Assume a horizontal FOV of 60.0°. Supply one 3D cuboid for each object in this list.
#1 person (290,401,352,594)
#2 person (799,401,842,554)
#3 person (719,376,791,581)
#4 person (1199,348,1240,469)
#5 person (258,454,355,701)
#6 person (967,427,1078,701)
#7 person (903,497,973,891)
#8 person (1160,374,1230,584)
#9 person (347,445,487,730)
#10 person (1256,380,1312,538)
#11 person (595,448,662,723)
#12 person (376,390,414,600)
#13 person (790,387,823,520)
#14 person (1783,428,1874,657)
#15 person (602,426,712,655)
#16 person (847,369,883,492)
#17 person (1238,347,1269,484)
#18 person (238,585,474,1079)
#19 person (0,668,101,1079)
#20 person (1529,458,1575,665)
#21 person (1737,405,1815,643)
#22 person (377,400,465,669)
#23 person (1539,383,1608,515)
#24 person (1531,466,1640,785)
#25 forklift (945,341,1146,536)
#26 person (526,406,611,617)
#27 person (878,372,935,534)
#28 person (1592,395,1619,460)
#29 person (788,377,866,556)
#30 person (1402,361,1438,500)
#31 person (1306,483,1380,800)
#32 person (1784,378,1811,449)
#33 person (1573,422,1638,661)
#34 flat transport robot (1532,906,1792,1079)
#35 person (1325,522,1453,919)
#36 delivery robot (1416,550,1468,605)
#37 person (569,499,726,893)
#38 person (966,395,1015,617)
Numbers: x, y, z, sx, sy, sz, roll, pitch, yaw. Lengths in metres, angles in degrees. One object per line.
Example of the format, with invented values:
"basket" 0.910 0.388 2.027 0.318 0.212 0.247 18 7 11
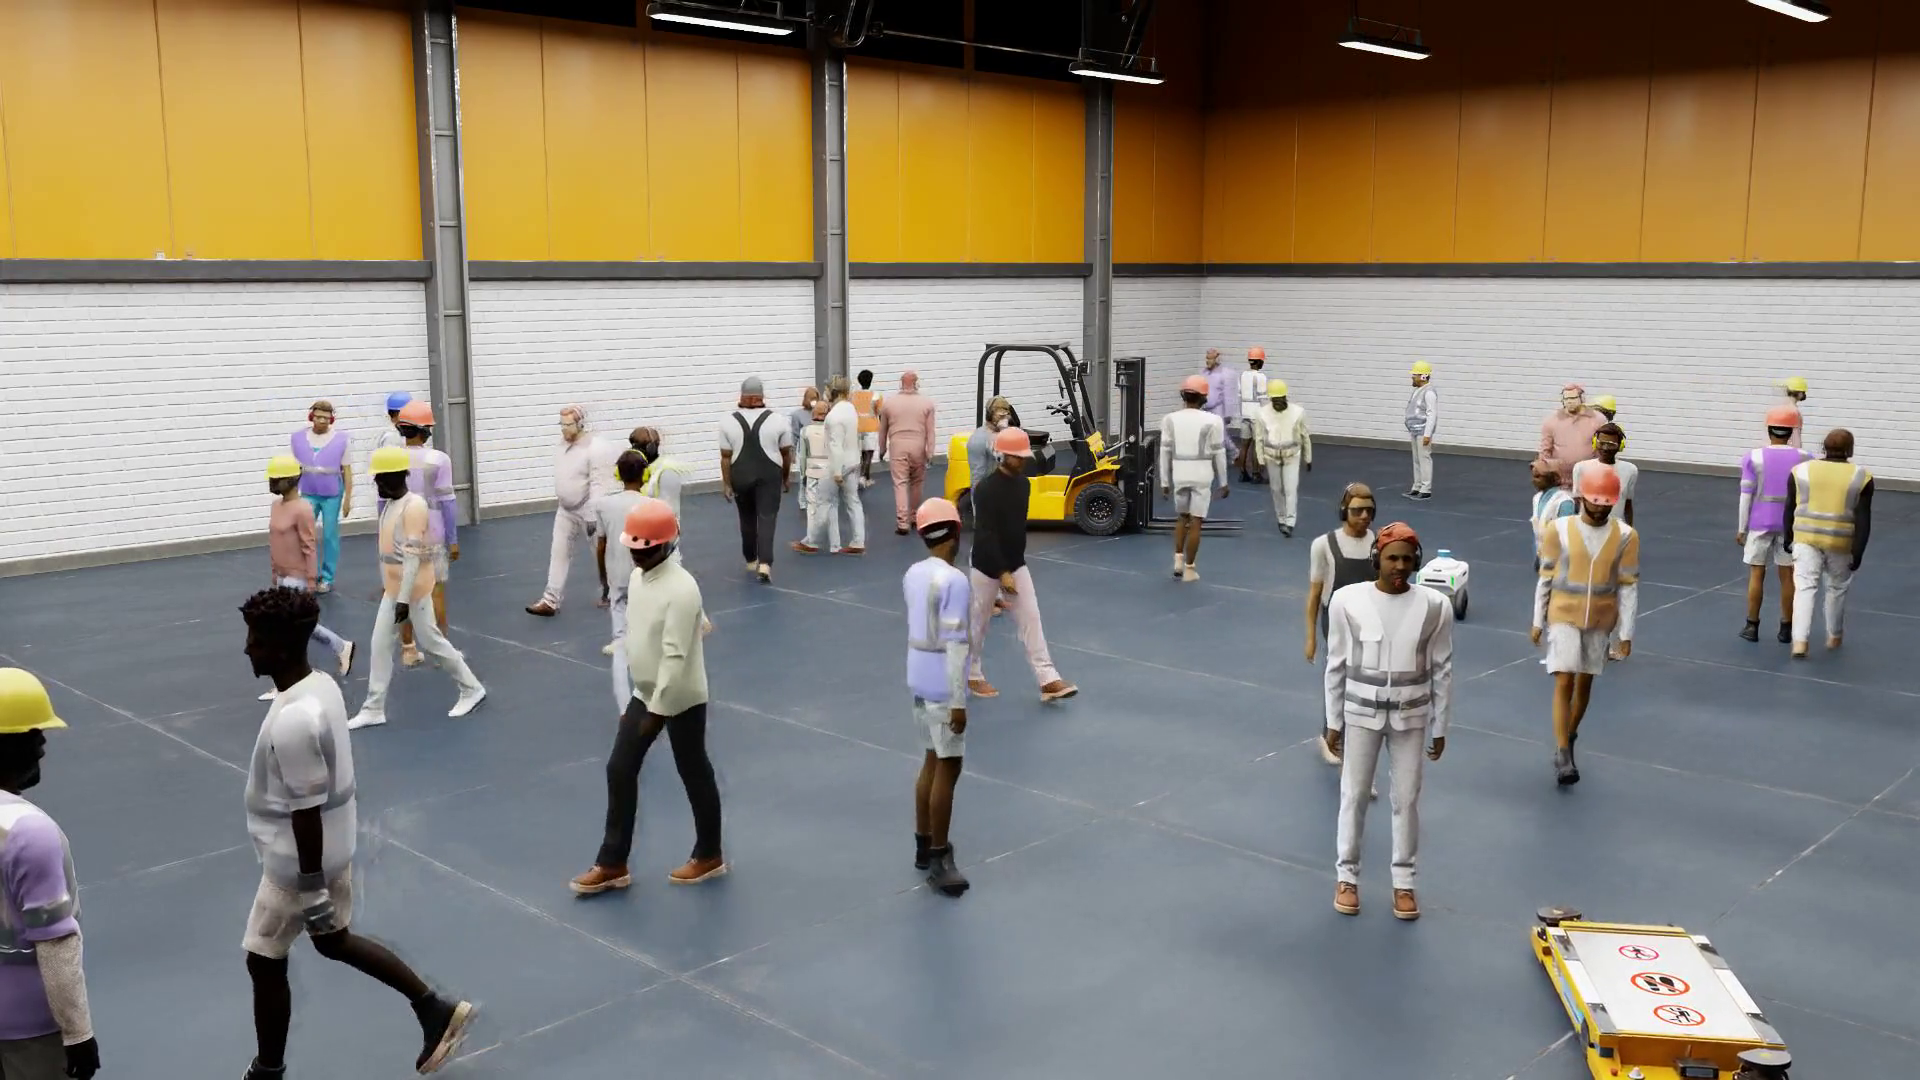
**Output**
"person" -5.942 -0.388 15.466 0.607 1.818 0.492 0 9 -2
"person" -1.462 -0.662 17.713 0.513 1.640 0.309 3 10 16
"person" -2.009 -0.640 16.348 0.681 2.000 1.048 0 9 1
"person" 3.832 -1.935 24.820 0.833 1.877 0.649 -8 12 -41
"person" -4.700 0.237 11.871 0.535 1.741 0.725 9 13 42
"person" 0.380 0.188 11.550 1.014 1.939 0.607 9 13 44
"person" -0.059 0.757 8.278 0.349 1.897 0.737 -4 10 -23
"person" 2.266 -0.587 16.072 0.614 2.019 0.537 6 11 31
"person" -3.644 0.300 11.079 0.961 1.889 0.601 -8 12 -40
"person" 3.666 -0.923 18.908 0.621 1.774 0.887 3 10 16
"person" -2.196 0.299 11.213 0.530 1.832 0.879 0 9 3
"person" -5.080 -0.400 15.220 0.587 1.927 0.607 -1 9 -5
"person" -1.775 -1.030 20.023 0.511 1.617 0.402 -3 10 -20
"person" 6.791 0.020 13.066 0.633 1.802 0.949 6 11 33
"person" -2.400 -0.015 13.242 0.621 1.805 0.928 9 13 43
"person" -1.307 -1.500 22.763 0.541 1.670 0.828 3 10 16
"person" 4.169 -1.760 23.534 0.359 1.938 0.545 -6 11 -32
"person" -2.283 1.103 5.986 0.879 1.943 0.610 -1 9 -8
"person" -2.669 1.311 4.741 0.587 1.926 0.368 5 11 29
"person" 4.521 0.181 12.621 0.444 1.609 0.525 -1 9 -5
"person" 6.617 -0.129 13.533 0.551 1.934 0.373 2 10 15
"person" -4.091 -0.034 12.621 0.605 2.045 0.387 1 9 9
"person" 6.175 -0.632 16.755 0.665 1.897 0.422 5 10 26
"person" 3.689 0.508 9.785 0.565 1.882 0.978 2 9 10
"forklift" 0.977 -1.223 19.452 2.313 2.155 1.214 2 9 11
"person" -3.356 -0.257 14.622 0.655 1.843 1.036 6 11 31
"person" -0.617 -1.014 19.245 0.662 1.841 1.014 0 9 0
"person" 6.555 -0.621 17.136 0.421 1.749 0.532 -3 10 -15
"person" -1.389 -0.768 17.568 0.854 1.906 0.643 3 10 19
"person" 6.058 -1.439 21.880 0.403 1.832 0.594 0 9 -1
"person" 2.317 0.543 9.860 0.529 1.807 0.944 -2 9 -10
"person" 10.078 -1.087 20.057 0.725 1.739 0.552 3 10 17
"person" 4.975 0.015 12.880 0.521 1.864 0.334 0 9 3
"flat transport robot" 2.758 1.825 6.641 0.652 0.197 1.431 1 9 8
"person" 1.993 0.843 7.777 0.574 1.876 0.340 2 9 11
"delivery robot" 4.252 0.331 14.649 0.477 0.478 0.707 5 10 26
"person" -1.510 0.768 7.991 0.918 1.938 0.634 -8 12 -40
"person" 0.290 -0.305 14.630 0.371 1.933 0.627 5 11 28
